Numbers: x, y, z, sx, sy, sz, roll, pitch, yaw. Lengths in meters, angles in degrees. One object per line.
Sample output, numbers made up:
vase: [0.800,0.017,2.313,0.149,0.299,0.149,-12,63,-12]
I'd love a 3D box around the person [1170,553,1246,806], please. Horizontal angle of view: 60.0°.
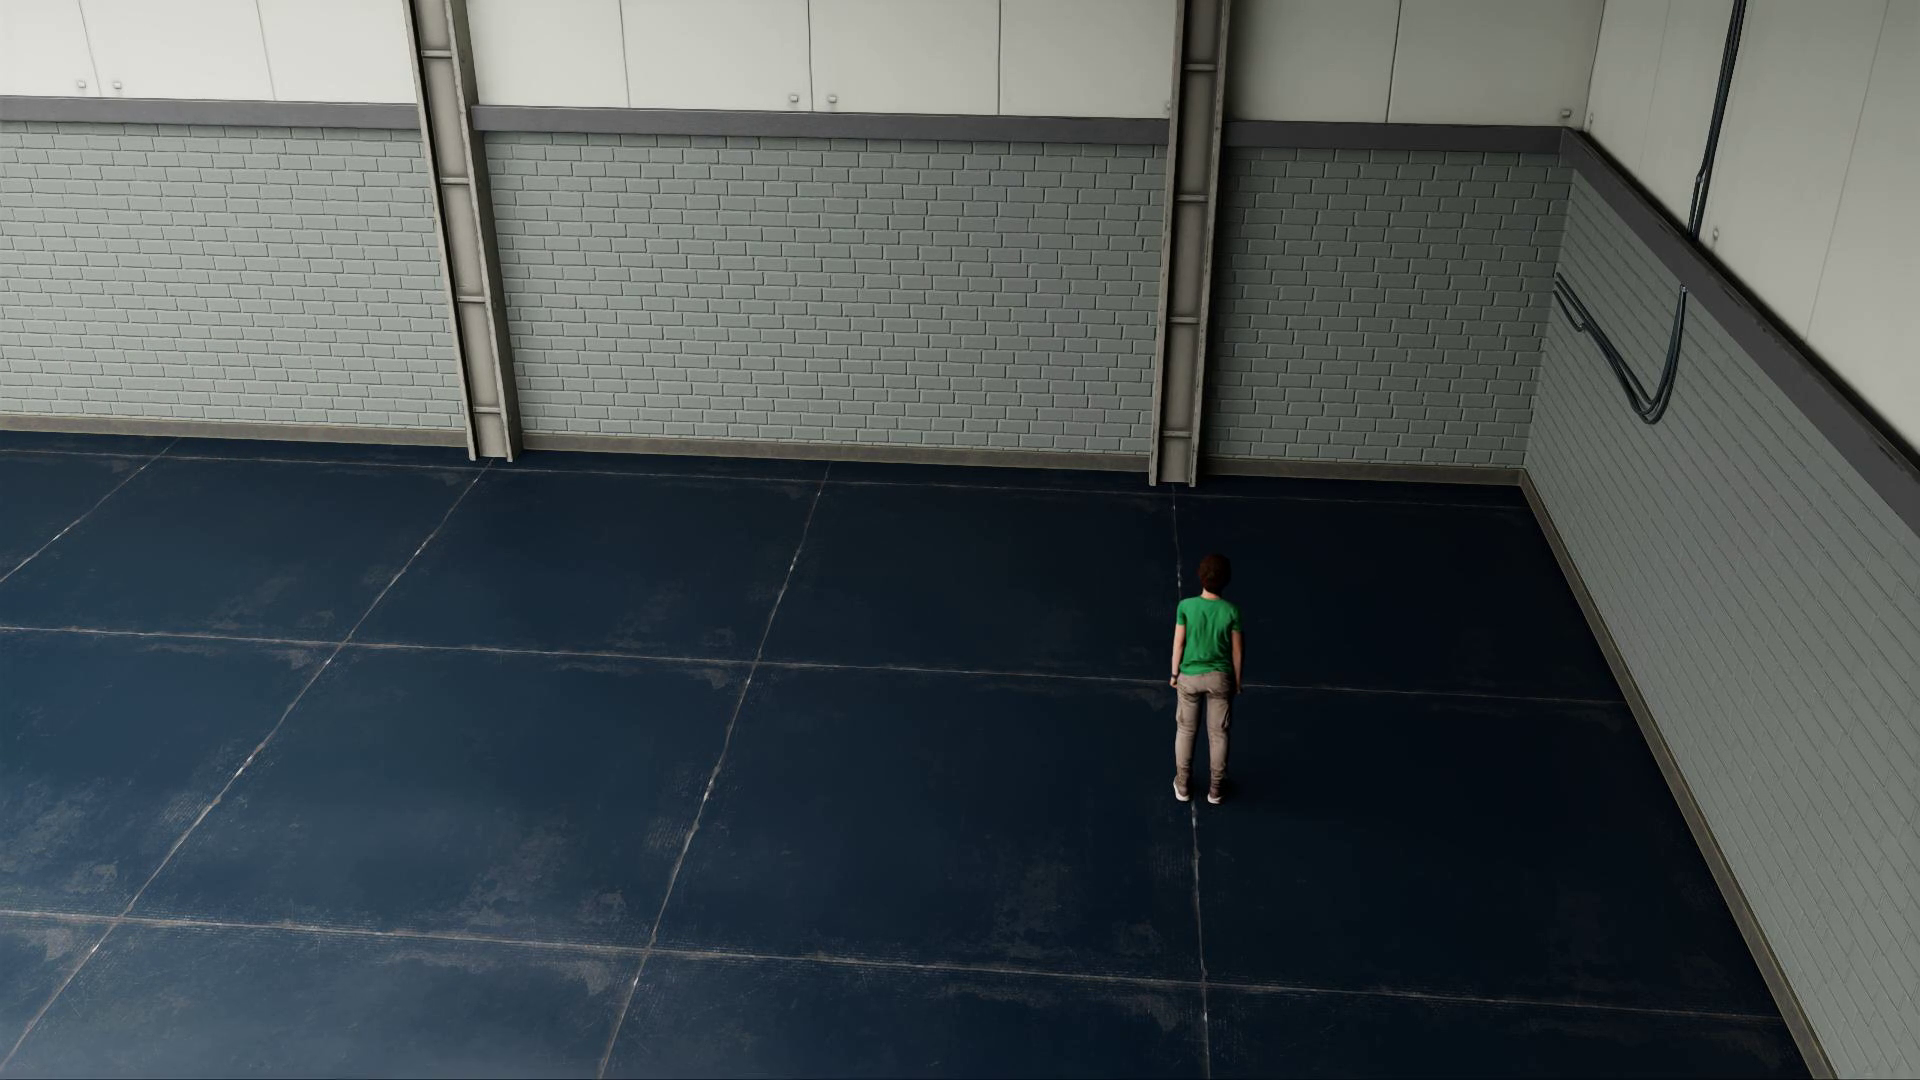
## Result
person: [1.476,0.833,9.938,0.497,1.650,0.672,6,28,11]
